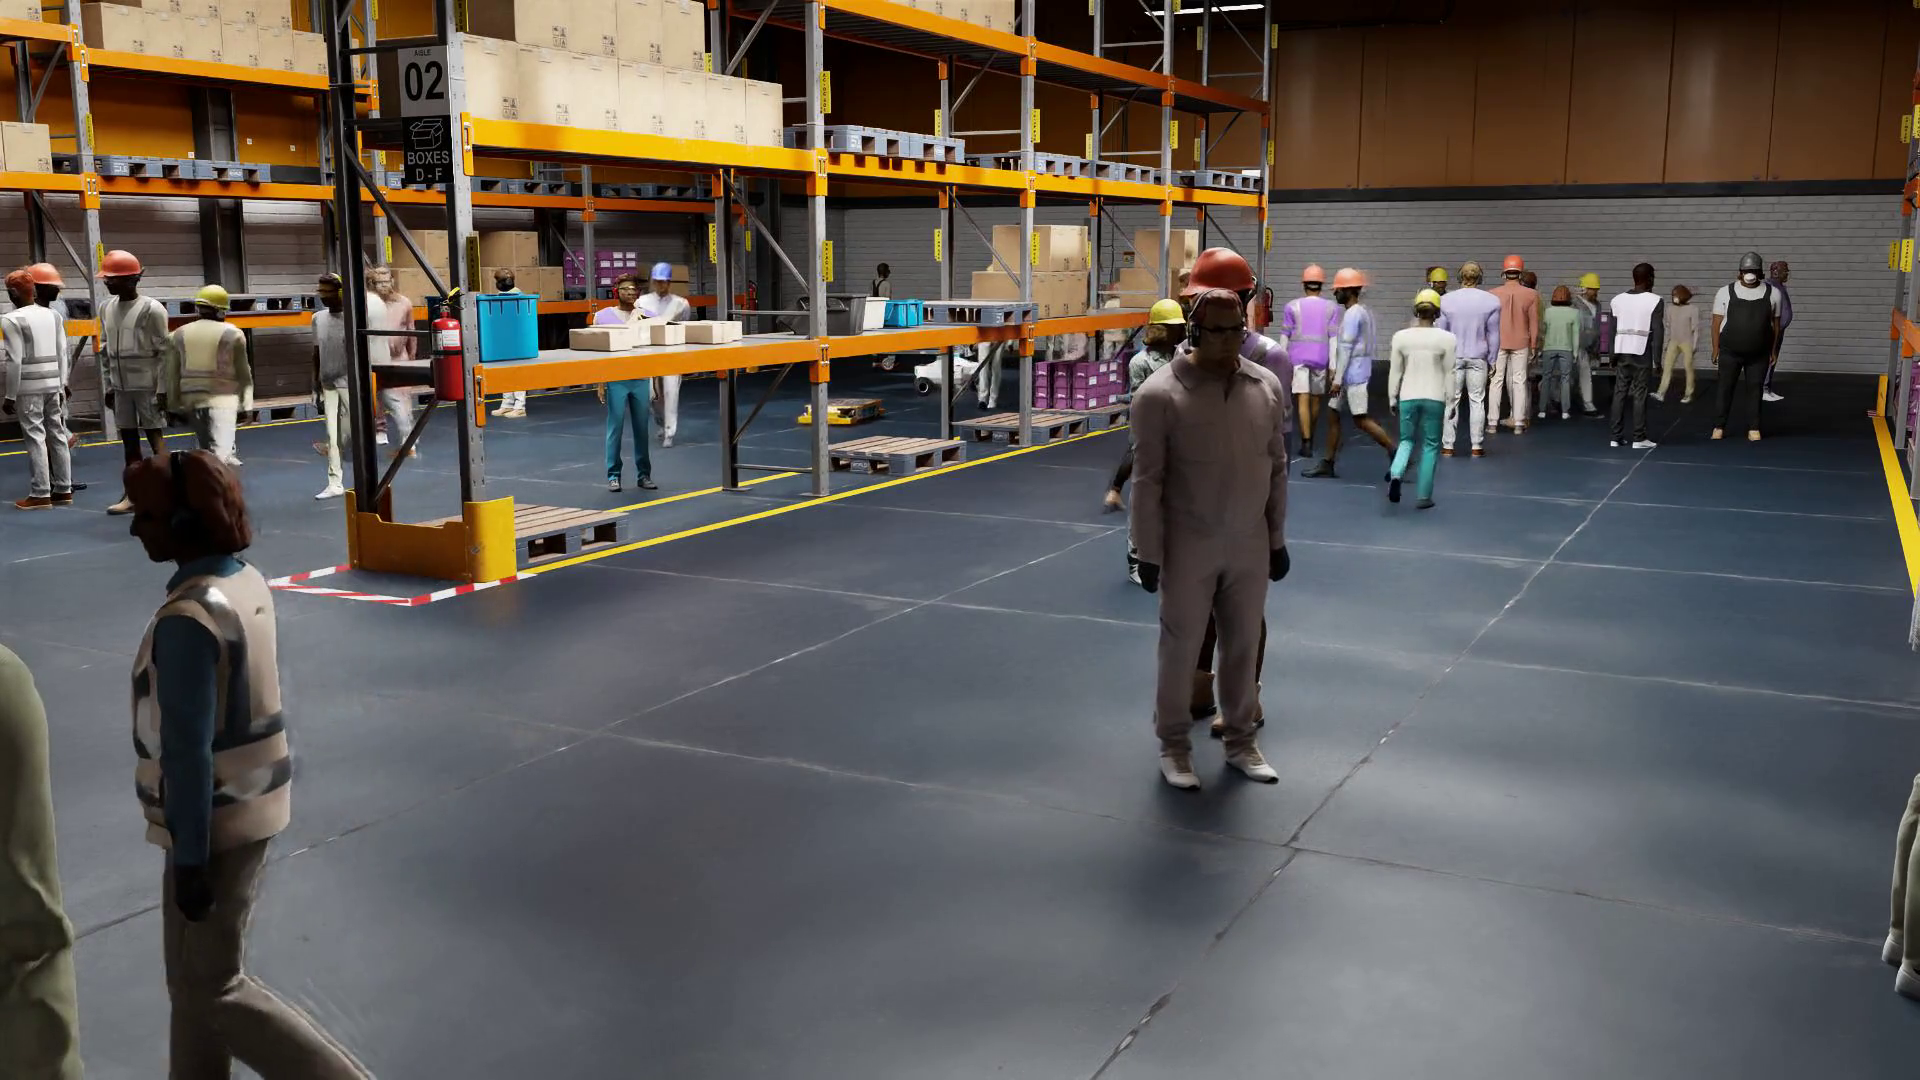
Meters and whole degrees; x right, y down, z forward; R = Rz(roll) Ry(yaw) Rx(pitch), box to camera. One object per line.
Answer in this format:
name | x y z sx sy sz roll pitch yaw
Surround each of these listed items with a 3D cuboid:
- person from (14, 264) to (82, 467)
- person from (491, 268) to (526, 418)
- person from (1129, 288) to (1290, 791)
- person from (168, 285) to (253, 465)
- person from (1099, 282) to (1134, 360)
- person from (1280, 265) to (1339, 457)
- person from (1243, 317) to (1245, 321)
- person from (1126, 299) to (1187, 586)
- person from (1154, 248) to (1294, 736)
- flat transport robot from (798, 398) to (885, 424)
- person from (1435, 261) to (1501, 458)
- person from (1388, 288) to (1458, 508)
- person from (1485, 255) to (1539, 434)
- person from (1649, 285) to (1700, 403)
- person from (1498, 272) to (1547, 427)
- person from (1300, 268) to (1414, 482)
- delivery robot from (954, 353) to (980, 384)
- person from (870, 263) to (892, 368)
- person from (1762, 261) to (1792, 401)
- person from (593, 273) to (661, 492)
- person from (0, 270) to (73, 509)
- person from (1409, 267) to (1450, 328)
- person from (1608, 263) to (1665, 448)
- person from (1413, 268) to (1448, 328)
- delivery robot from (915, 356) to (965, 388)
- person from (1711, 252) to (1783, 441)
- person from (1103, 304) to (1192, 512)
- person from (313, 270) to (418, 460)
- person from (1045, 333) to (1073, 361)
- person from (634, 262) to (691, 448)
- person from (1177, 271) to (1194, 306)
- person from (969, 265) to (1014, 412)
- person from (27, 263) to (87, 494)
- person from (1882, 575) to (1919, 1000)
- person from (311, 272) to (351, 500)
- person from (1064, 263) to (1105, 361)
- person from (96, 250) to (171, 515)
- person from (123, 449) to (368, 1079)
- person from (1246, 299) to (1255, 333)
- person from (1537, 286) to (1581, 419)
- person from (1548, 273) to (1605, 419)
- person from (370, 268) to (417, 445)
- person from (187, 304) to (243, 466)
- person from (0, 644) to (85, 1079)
person | -8.469 -1.593 15.433 0.641 1.922 0.486 5 11 27
person | -5.584 -2.433 20.543 0.429 1.843 0.627 -9 13 -42
person | 0.960 0.002 6.300 0.654 1.896 0.400 -4 11 -21
person | -5.779 -1.061 12.781 0.627 1.789 0.881 0 10 1
person | 2.173 -2.809 23.356 0.517 1.619 0.562 5 11 26
person | 3.506 -1.812 16.793 0.569 1.883 0.972 0 10 2
person | 2.460 -1.633 15.566 0.374 1.959 0.603 -8 12 -38
person | 1.243 -0.593 10.168 0.484 1.745 0.296 -7 12 -35
person | 1.086 -0.193 6.985 0.392 2.041 0.615 -8 13 -40
flat transport robot | -1.410 -1.560 20.024 0.652 0.197 1.431 2 10 13
person | 4.991 -1.768 16.408 0.630 1.940 0.372 3 10 16
person | 3.623 -1.097 13.079 0.523 1.746 0.514 6 12 32
person | 6.162 -2.183 18.641 0.612 1.997 0.375 3 10 18
person | 9.601 -2.601 22.229 0.877 1.571 0.531 -7 12 -37
person | 6.579 -2.227 19.479 0.430 1.805 0.763 9 13 41
person | 3.566 -1.458 14.750 0.938 1.904 0.545 3 10 14
delivery robot | -0.056 -2.493 24.330 0.707 0.478 0.477 -6 11 -31
person | -1.374 -3.963 29.380 0.508 1.844 0.336 10 14 44
person | 11.197 -2.866 22.857 0.410 1.909 0.643 7 12 35
person | -2.833 -1.342 14.193 0.565 1.850 0.390 -5 11 -28
person | -7.325 -1.182 13.164 0.355 1.887 0.573 2 10 13
person | 6.872 -3.052 24.180 1.011 1.834 0.581 -6 11 -29
person | 7.018 -1.912 17.303 0.386 1.916 0.590 -7 12 -36
person | 6.109 -2.574 21.377 0.597 1.831 0.403 -3 10 -17
delivery robot | -0.286 -2.370 23.619 0.707 0.478 0.477 0 10 0
person | 8.469 -2.082 17.927 0.689 2.000 0.537 3 10 19
person | 1.509 -1.005 12.859 0.808 1.643 0.552 -4 10 -20
person | -5.795 -1.705 16.178 1.023 1.887 0.631 2 10 9
person | 1.511 -3.406 25.913 0.585 1.930 0.356 3 10 16
person | -3.121 -1.950 17.483 0.619 1.931 0.727 -1 10 -5
person | 1.943 -1.308 13.956 0.341 1.876 0.543 -1 10 -3
person | 0.411 -2.578 21.316 0.604 1.859 1.028 1 10 3
person | -7.643 -1.349 13.978 0.353 1.939 0.544 -1 10 -7
person | 2.741 0.327 4.476 0.328 1.872 0.508 4 11 24
person | -5.062 -1.246 13.597 0.530 1.864 0.313 2 10 10
person | 1.843 -3.223 24.803 0.948 1.955 0.617 4 10 21
person | -6.342 -1.191 12.772 0.609 2.040 0.395 3 10 17
person | -1.563 0.611 3.552 0.635 1.624 0.526 -2 10 -9
person | 2.978 -2.093 18.504 0.640 1.874 0.946 5 11 25
person | 7.323 -2.294 20.370 0.497 1.626 0.288 5 11 25
person | 7.669 -2.415 20.630 0.597 1.786 0.912 -6 12 -32
person | -5.969 -1.892 17.358 0.657 1.857 0.957 -5 11 -29
person | -7.057 -1.499 15.711 0.306 1.640 0.521 9 13 42
person | -1.295 0.719 1.840 0.611 1.996 0.379 -1 10 -3
